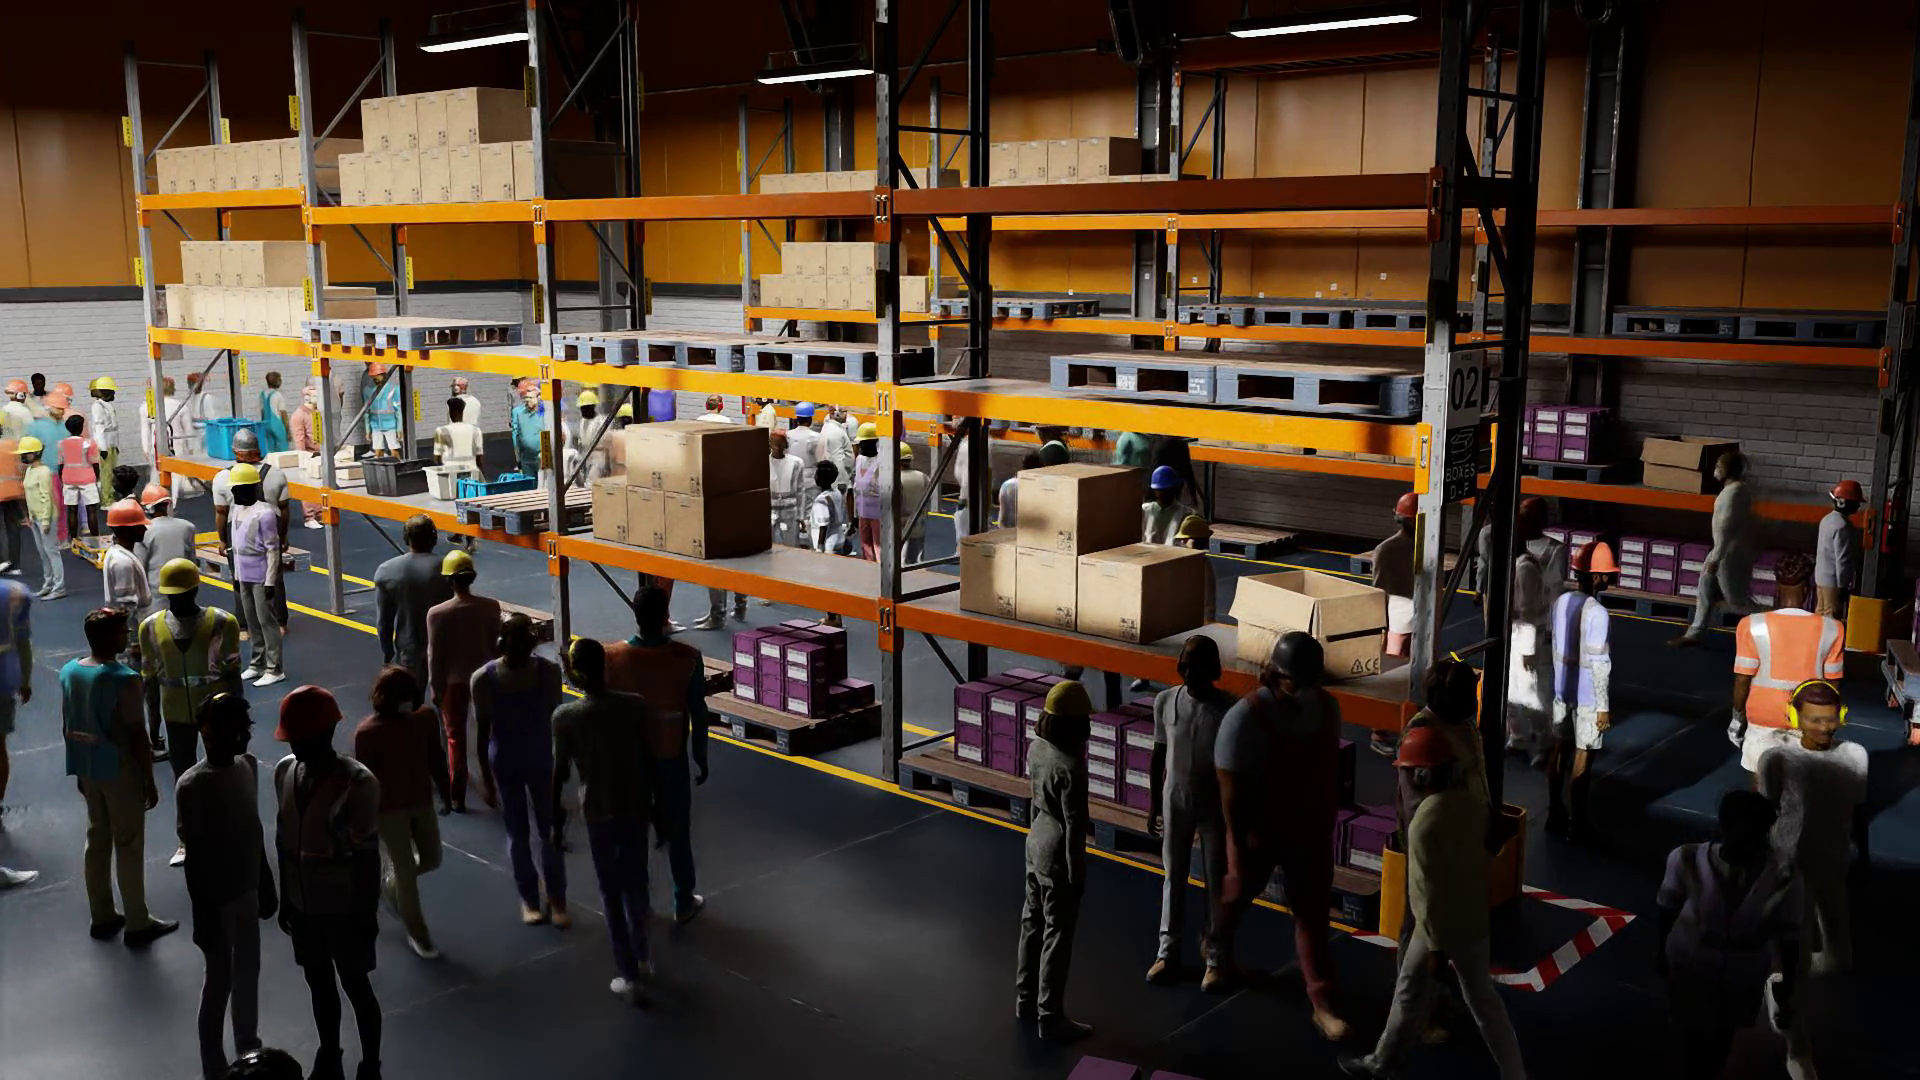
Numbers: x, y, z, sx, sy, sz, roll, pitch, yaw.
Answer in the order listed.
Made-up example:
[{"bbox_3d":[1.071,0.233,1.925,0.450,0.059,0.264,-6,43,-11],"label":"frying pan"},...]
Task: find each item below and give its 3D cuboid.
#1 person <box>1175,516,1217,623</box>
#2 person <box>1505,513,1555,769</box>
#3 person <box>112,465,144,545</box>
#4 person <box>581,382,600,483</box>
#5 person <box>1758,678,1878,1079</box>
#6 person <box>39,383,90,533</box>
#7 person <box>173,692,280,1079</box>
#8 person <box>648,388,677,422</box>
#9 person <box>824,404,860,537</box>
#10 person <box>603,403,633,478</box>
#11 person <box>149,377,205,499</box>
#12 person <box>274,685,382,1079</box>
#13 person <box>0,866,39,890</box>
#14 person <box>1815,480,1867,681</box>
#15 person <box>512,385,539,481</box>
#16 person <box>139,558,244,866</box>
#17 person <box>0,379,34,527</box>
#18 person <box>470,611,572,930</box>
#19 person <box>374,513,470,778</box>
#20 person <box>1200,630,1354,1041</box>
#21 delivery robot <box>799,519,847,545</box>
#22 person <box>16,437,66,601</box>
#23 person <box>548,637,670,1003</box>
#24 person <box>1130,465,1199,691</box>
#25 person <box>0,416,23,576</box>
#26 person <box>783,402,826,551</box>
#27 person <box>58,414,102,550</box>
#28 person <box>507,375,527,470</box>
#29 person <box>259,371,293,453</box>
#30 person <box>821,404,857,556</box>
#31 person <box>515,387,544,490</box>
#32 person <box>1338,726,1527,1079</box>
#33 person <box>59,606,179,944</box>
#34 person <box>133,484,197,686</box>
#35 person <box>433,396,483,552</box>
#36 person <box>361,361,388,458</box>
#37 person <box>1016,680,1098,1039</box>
[{"bbox_3d":[1.771,0.690,12.562,0.327,1.769,0.525,-2,10,-10],"label":"person"},{"bbox_3d":[4.111,0.729,12.087,0.503,1.859,0.622,2,10,11],"label":"person"},{"bbox_3d":[-7.951,0.123,15.970,0.318,1.697,0.533,-4,11,-22],"label":"person"},{"bbox_3d":[-5.809,-1.693,26.127,0.402,1.735,0.500,-6,12,-30],"label":"person"},{"bbox_3d":[3.888,1.531,7.583,0.558,1.846,0.664,0,10,0],"label":"person"},{"bbox_3d":[-11.717,-1.068,21.857,0.613,1.994,0.382,-1,10,-8],"label":"person"},{"bbox_3d":[-3.203,1.569,7.327,0.333,1.864,0.504,2,10,12],"label":"person"},{"bbox_3d":[-4.767,-1.877,26.305,0.696,2.000,1.022,-5,11,-27],"label":"person"},{"bbox_3d":[-1.558,-1.008,21.609,0.609,1.960,0.371,10,14,44],"label":"person"},{"bbox_3d":[-4.045,-0.712,20.147,0.587,1.889,0.904,1,10,3],"label":"person"},{"bbox_3d":[-11.663,-1.486,24.635,0.874,1.845,0.587,-2,10,-14],"label":"person"},{"bbox_3d":[-2.751,1.558,7.207,0.543,1.929,0.386,4,11,24],"label":"person"},{"bbox_3d":[-5.996,1.192,9.546,1.033,1.851,0.591,-4,11,-23],"label":"person"},{"bbox_3d":[7.690,0.343,14.578,0.339,1.747,0.564,2,10,13],"label":"person"},{"bbox_3d":[-6.310,-1.416,24.538,0.563,1.743,0.350,-4,11,-20],"label":"person"},{"bbox_3d":[-4.663,1.048,10.130,0.581,1.919,0.394,-2,10,-10],"label":"person"},{"bbox_3d":[-12.636,-1.166,22.412,0.611,1.995,0.377,4,11,23],"label":"person"},{"bbox_3d":[-2.392,1.275,9.143,0.529,1.816,0.558,-4,11,-20],"label":"person"},{"bbox_3d":[-3.721,0.774,11.606,0.637,1.937,0.357,-2,10,-11],"label":"person"},{"bbox_3d":[1.549,1.325,8.197,0.713,2.000,1.070,-4,11,-20],"label":"person"},{"bbox_3d":[-1.735,-0.097,20.175,0.707,0.478,0.477,6,12,29],"label":"delivery robot"},{"bbox_3d":[-9.844,-0.231,17.788,0.525,1.762,0.340,9,14,43],"label":"person"},{"bbox_3d":[-1.763,1.400,8.362,0.533,1.829,0.582,-7,12,-34],"label":"person"},{"bbox_3d":[1.722,0.332,14.071,0.605,1.948,0.403,3,11,18],"label":"person"},{"bbox_3d":[-10.958,-0.517,18.986,0.418,1.911,0.588,6,12,30],"label":"person"},{"bbox_3d":[-1.839,-0.668,19.726,0.602,1.949,0.395,5,11,26],"label":"person"},{"bbox_3d":[-10.956,-0.715,20.705,0.533,1.697,0.322,0,10,-2],"label":"person"},{"bbox_3d":[-7.391,-2.029,28.045,0.491,1.729,0.323,1,10,4],"label":"person"},{"bbox_3d":[-10.697,-1.728,26.044,0.511,1.851,0.373,5,11,25],"label":"person"},{"bbox_3d":[-1.487,-0.763,20.383,0.407,1.910,0.638,-3,10,-15],"label":"person"},{"bbox_3d":[-5.684,-1.102,22.301,0.644,1.908,0.408,3,11,18],"label":"person"},{"bbox_3d":[2.152,1.668,7.289,0.871,1.685,0.590,10,14,43],"label":"person"},{"bbox_3d":[-4.614,1.276,9.031,0.572,1.843,0.373,4,11,23],"label":"person"},{"bbox_3d":[-6.863,0.386,14.355,0.351,1.743,0.569,7,12,36],"label":"person"},{"bbox_3d":[-6.218,-0.827,20.699,0.607,1.935,0.962,-10,14,-43],"label":"person"},{"bbox_3d":[-10.477,-2.410,29.689,0.643,1.912,0.410,8,13,38],"label":"person"},{"bbox_3d":[0.481,1.519,7.978,0.339,1.737,0.484,-5,11,-24],"label":"person"}]
